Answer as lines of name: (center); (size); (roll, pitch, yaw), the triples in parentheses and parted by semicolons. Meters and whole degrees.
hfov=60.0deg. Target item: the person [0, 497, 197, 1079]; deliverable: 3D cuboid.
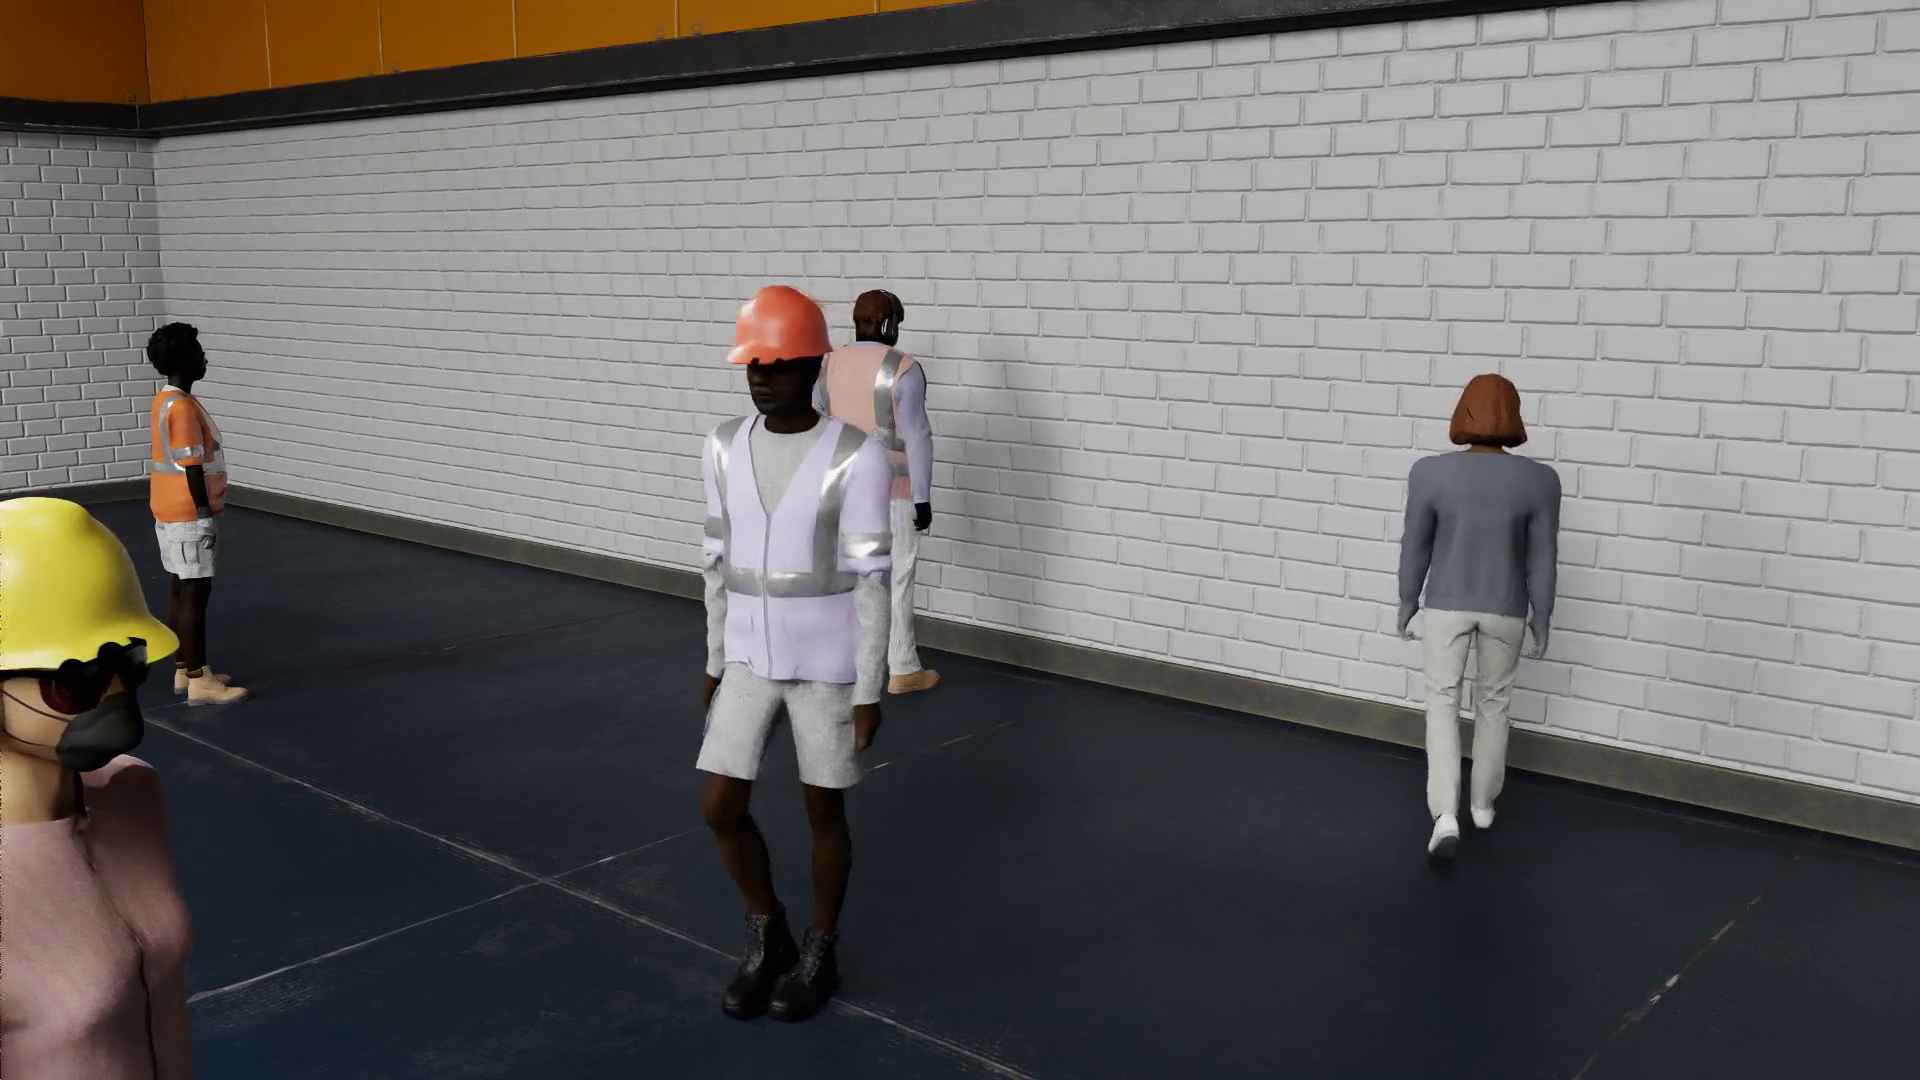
person: (-0.974, 0.826, 1.859); (0.324, 1.767, 0.533); (0, 10, 1)

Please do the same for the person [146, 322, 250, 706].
person: (-3.422, -0.115, 7.408); (0.316, 1.700, 0.529); (-7, 12, -34)

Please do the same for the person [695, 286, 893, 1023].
person: (-0.455, 0.323, 4.263); (0.569, 1.924, 0.496); (4, 11, 21)

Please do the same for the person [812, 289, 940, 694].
person: (-0.365, -0.219, 7.610); (0.624, 1.840, 0.429); (7, 12, 35)

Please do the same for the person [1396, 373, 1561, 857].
person: (1.739, 0.252, 5.609); (0.510, 1.634, 0.623); (2, 10, 12)
